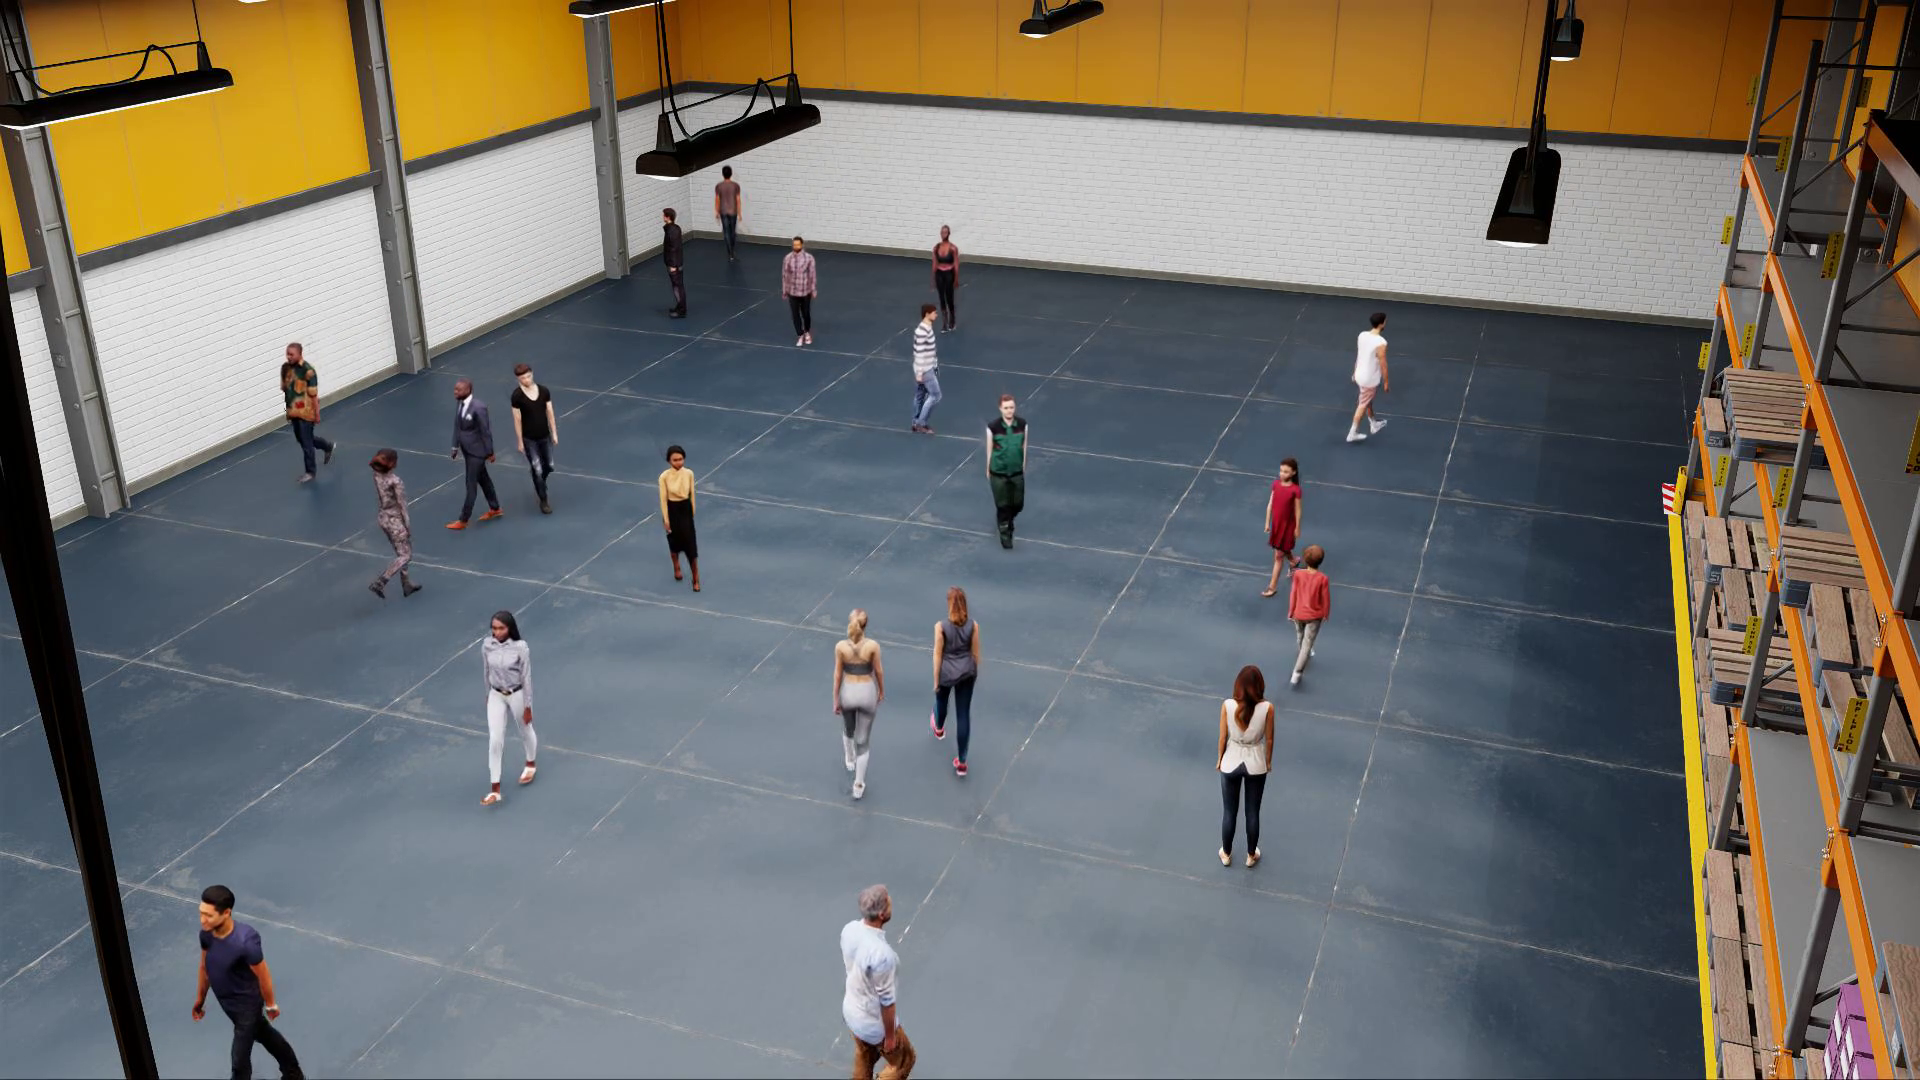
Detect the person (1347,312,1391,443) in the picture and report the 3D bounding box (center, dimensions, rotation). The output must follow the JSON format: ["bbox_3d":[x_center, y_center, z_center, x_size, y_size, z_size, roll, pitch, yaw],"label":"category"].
[{"bbox_3d":[5.389,-2.153,22.269,1.099,1.755,1.039,-11,26,-23],"label":"person"}]

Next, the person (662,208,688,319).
[{"bbox_3d":[-4.778,-4.660,27.898,0.860,1.839,0.697,-3,24,-7],"label":"person"}]

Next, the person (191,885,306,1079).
[{"bbox_3d":[-4.530,2.915,10.678,0.825,1.752,1.133,16,28,32],"label":"person"}]

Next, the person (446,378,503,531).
[{"bbox_3d":[-5.683,-1.061,19.720,1.163,1.795,0.995,-21,31,-39],"label":"person"}]

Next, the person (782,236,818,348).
[{"bbox_3d":[-2.535,-3.969,26.427,0.751,1.751,0.703,3,24,6],"label":"person"}]

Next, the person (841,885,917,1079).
[{"bbox_3d":[-0.611,3.000,10.408,0.869,1.813,0.829,-15,28,-30],"label":"person"}]

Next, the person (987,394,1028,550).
[{"bbox_3d":[0.521,-0.817,19.115,0.855,1.832,0.940,-5,24,-12],"label":"person"}]

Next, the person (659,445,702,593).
[{"bbox_3d":[-3.091,-0.257,18.097,0.949,1.622,1.022,-10,25,-21],"label":"person"}]

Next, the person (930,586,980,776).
[{"bbox_3d":[-0.020,1.258,14.549,0.977,1.687,1.173,-5,24,-12],"label":"person"}]

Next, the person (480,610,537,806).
[{"bbox_3d":[-3.828,1.354,14.322,0.749,1.694,1.068,4,24,9],"label":"person"}]

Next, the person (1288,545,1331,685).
[{"bbox_3d":[3.355,0.744,16.106,0.635,1.383,0.987,13,27,26],"label":"person"}]

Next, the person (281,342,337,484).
[{"bbox_3d":[-8.277,-1.663,21.102,0.744,1.790,1.009,11,26,23],"label":"person"}]

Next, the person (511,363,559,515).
[{"bbox_3d":[-5.160,-1.258,20.076,0.976,1.871,1.007,-16,28,-32],"label":"person"}]

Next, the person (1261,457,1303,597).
[{"bbox_3d":[3.554,-0.190,18.056,0.809,1.531,1.087,21,31,39],"label":"person"}]

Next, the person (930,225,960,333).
[{"bbox_3d":[-0.197,-4.280,27.139,0.586,1.751,0.588,9,25,19],"label":"person"}]

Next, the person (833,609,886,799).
[{"bbox_3d":[-0.868,1.422,14.187,0.747,1.677,0.980,1,24,3],"label":"person"}]

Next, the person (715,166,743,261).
[{"bbox_3d":[-4.371,-6.134,31.407,1.041,1.730,1.211,-5,24,-11],"label":"person"}]

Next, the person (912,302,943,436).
[{"bbox_3d":[-0.579,-2.322,22.556,0.801,1.833,0.692,2,24,5],"label":"person"}]

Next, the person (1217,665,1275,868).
[{"bbox_3d":[2.254,1.801,13.188,0.615,1.783,0.576,4,24,9],"label":"person"}]

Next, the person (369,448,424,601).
[{"bbox_3d":[-6.087,-0.128,17.706,0.733,1.699,0.981,17,29,34],"label":"person"}]
